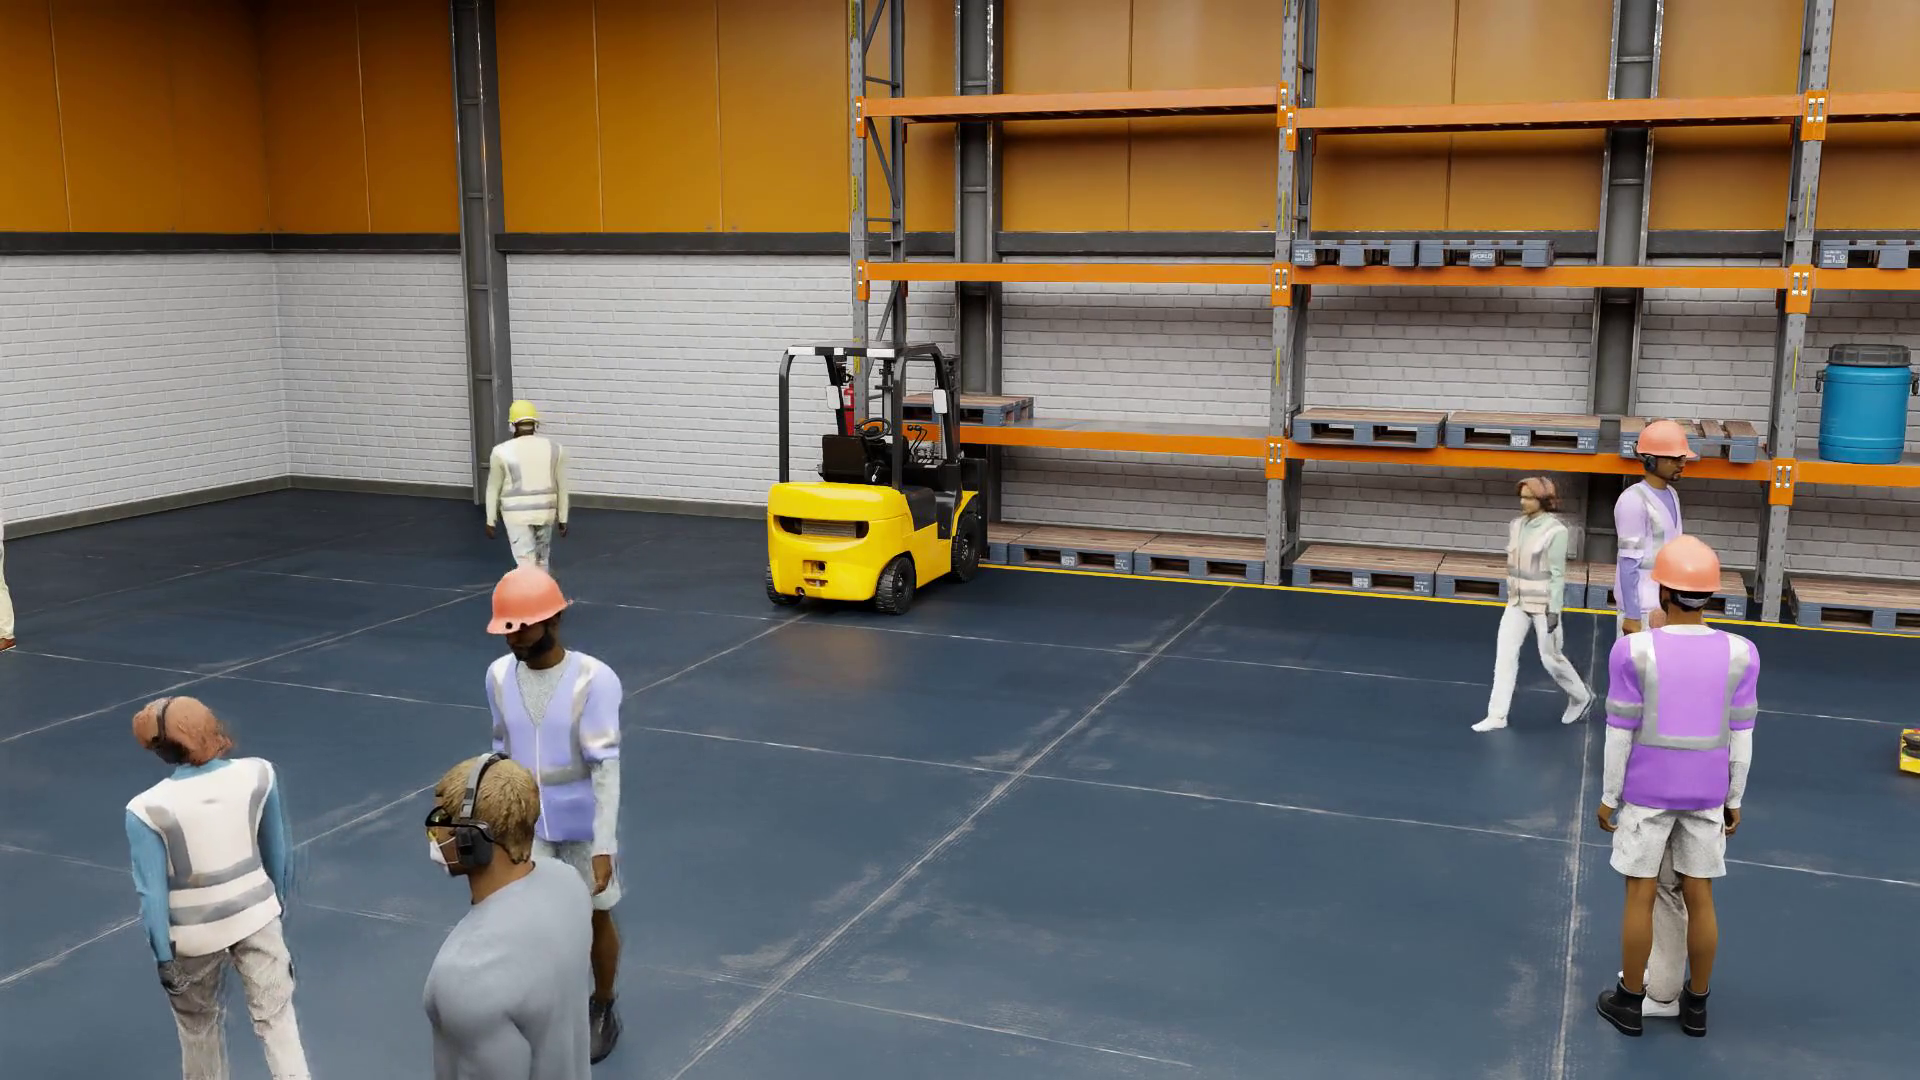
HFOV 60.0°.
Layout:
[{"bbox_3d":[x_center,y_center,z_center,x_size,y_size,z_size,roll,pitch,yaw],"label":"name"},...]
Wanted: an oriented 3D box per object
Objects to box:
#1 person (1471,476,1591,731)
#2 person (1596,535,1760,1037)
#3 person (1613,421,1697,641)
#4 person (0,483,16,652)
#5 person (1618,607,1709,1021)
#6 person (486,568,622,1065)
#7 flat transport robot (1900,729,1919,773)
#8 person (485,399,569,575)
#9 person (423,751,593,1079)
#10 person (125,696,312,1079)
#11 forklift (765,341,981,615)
[{"bbox_3d":[3.613,0.397,10.323,0.786,1.610,0.523,-4,11,-22],"label":"person"},{"bbox_3d":[2.711,0.943,6.340,0.547,1.942,0.351,1,10,4],"label":"person"},{"bbox_3d":[3.901,0.344,9.396,0.372,2.044,0.607,9,13,40],"label":"person"},{"bbox_3d":[-7.276,0.029,12.320,0.494,1.624,0.280,3,11,15],"label":"person"},{"bbox_3d":[2.777,1.061,6.530,0.307,1.640,0.520,5,12,28],"label":"person"},{"bbox_3d":[-1.462,1.045,5.905,0.567,1.897,0.855,2,10,11],"label":"person"},{"bbox_3d":[6.137,1.233,9.382,1.431,0.197,0.652,6,12,30],"label":"flat transport robot"},{"bbox_3d":[-3.423,-0.195,13.035,0.611,1.805,0.690,-8,13,-38],"label":"person"},{"bbox_3d":[-1.001,1.413,3.731,0.358,1.938,0.636,1,10,4],"label":"person"},{"bbox_3d":[-2.389,1.282,5.419,0.527,1.593,0.815,-9,14,-42],"label":"person"},{"bbox_3d":[-0.739,-0.602,14.246,1.214,2.155,2.313,4,11,21],"label":"forklift"}]
